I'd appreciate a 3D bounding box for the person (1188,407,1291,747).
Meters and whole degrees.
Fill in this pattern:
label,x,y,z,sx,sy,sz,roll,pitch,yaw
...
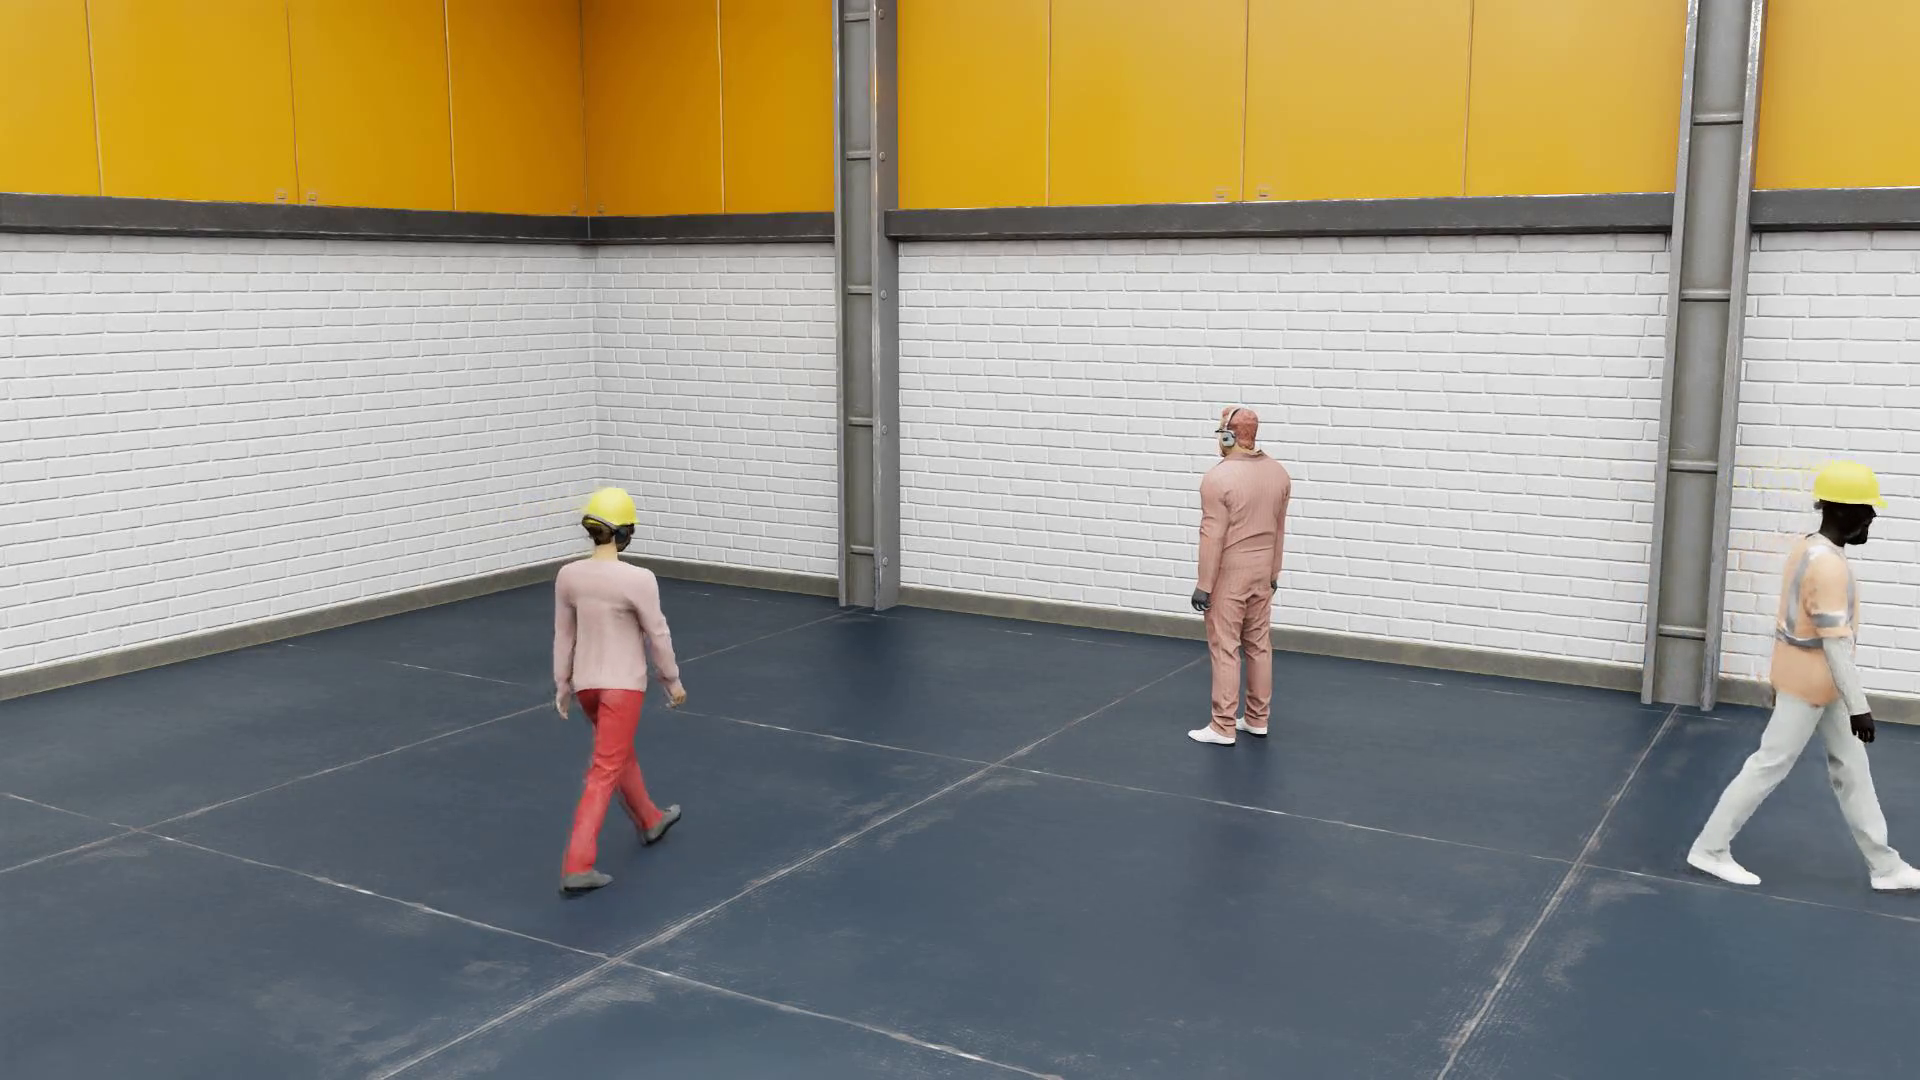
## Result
label,x,y,z,sx,sy,sz,roll,pitch,yaw
person,1.548,0.204,9.370,0.651,1.905,0.409,-7,11,-37

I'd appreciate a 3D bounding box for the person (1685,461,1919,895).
label,x,y,z,sx,sy,sz,roll,pitch,yaw
person,3.656,0.593,7.059,1.023,1.871,0.598,5,10,27

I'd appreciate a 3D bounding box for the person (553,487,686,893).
label,x,y,z,sx,sy,sz,roll,pitch,yaw
person,-1.505,0.627,7.329,0.528,1.715,0.943,5,10,29
